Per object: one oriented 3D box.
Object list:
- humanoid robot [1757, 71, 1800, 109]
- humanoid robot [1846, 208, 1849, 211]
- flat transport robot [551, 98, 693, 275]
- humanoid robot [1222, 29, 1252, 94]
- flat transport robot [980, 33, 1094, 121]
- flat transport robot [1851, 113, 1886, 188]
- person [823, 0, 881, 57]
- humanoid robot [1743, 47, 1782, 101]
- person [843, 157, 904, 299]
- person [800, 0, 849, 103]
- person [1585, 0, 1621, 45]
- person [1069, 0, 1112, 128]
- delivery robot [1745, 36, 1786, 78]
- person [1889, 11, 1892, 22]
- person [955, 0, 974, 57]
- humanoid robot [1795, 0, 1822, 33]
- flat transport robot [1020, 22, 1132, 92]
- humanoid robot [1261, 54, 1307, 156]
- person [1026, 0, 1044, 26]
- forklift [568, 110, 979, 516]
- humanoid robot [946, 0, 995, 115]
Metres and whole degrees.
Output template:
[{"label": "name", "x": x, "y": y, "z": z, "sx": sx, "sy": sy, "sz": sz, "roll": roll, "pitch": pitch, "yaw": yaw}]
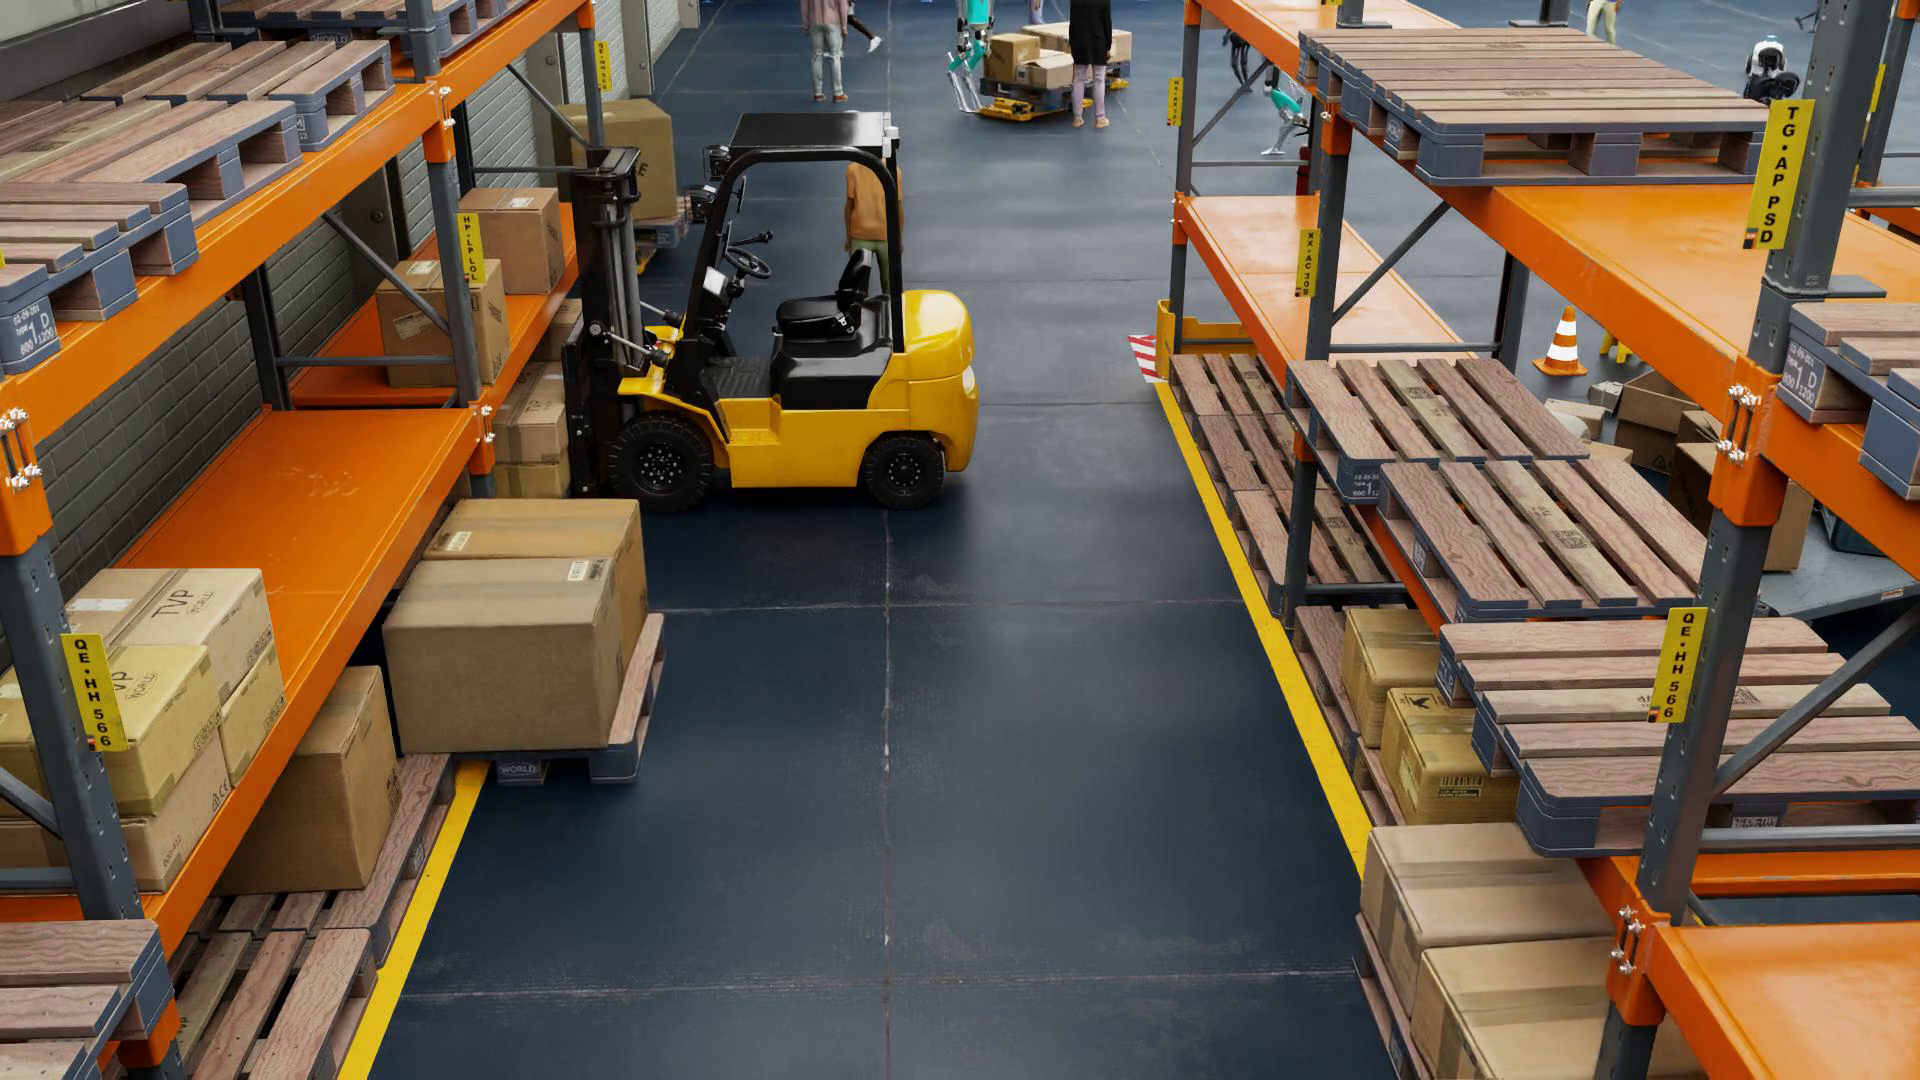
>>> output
[{"label": "humanoid robot", "x": 6.985, "y": -3.303, "z": 14.652, "sx": 0.434, "sy": 1.632, "sz": 0.615, "roll": -7, "pitch": 26, "yaw": -14}, {"label": "humanoid robot", "x": 7.302, "y": -2.898, "z": 13.759, "sx": 0.756, "sy": 1.812, "sz": 0.531, "roll": 2, "pitch": 25, "yaw": 4}, {"label": "flat transport robot", "x": -3.047, "y": -2.655, "z": 14.926, "sx": 0.659, "sy": 0.231, "sz": 1.431, "roll": 1, "pitch": 25, "yaw": 3}, {"label": "humanoid robot", "x": 3.757, "y": -6.735, "z": 21.942, "sx": 0.445, "sy": 1.646, "sz": 0.590, "roll": 21, "pitch": 33, "yaw": 37}, {"label": "flat transport robot", "x": 0.991, "y": -5.505, "z": 20.961, "sx": 0.659, "sy": 0.231, "sz": 1.431, "roll": 22, "pitch": 33, "yaw": 39}, {"label": "flat transport robot", "x": 8.981, "y": -3.969, "z": 17.708, "sx": 0.659, "sy": 0.231, "sz": 1.431, "roll": -11, "pitch": 27, "yaw": -22}, {"label": "person", "x": -1.630, "y": -8.102, "z": 24.609, "sx": 0.883, "sy": 1.855, "sz": 0.605, "roll": -2, "pitch": 25, "yaw": -5}, {"label": "humanoid robot", "x": 7.480, "y": -3.829, "z": 15.773, "sx": 0.409, "sy": 1.639, "sz": 0.590, "roll": -3, "pitch": 25, "yaw": -6}, {"label": "person", "x": -0.641, "y": -2.225, "z": 12.319, "sx": 0.451, "sy": 1.718, "sz": 0.363, "roll": 4, "pitch": 26, "yaw": 9}, {"label": "person", "x": -1.729, "y": -6.604, "z": 21.335, "sx": 0.628, "sy": 1.938, "sz": 0.369, "roll": 7, "pitch": 26, "yaw": 15}, {"label": "person", "x": 9.263, "y": -7.734, "z": 23.843, "sx": 0.539, "sy": 1.836, "sz": 0.976, "roll": 20, "pitch": 32, "yaw": 35}, {"label": "person", "x": 1.558, "y": -5.878, "z": 19.894, "sx": 0.528, "sy": 1.857, "sz": 0.407, "roll": 8, "pitch": 27, "yaw": 17}, {"label": "delivery robot", "x": 11.286, "y": -6.728, "z": 23.236, "sx": 0.524, "sy": 0.611, "sz": 0.783, "roll": 12, "pitch": 28, "yaw": 24}, {"label": "person", "x": 15.586, "y": -9.647, "z": 28.035, "sx": 0.531, "sy": 1.705, "sz": 0.942, "roll": -6, "pitch": 26, "yaw": -12}, {"label": "person", "x": 0.085, "y": -8.089, "z": 24.707, "sx": 0.346, "sy": 1.743, "sz": 0.561, "roll": -4, "pitch": 26, "yaw": -9}, {"label": "humanoid robot", "x": 13.821, "y": -8.992, "z": 26.706, "sx": 0.447, "sy": 1.647, "sz": 0.592, "roll": 13, "pitch": 28, "yaw": 25}, {"label": "flat transport robot", "x": 1.502, "y": -6.154, "z": 22.336, "sx": 1.431, "sy": 0.231, "sz": 0.659, "roll": -16, "pitch": 30, "yaw": -30}, {"label": "humanoid robot", "x": 3.586, "y": -5.040, "z": 18.339, "sx": 0.684, "sy": 1.872, "sz": 0.541, "roll": 5, "pitch": 26, "yaw": 10}, {"label": "person", "x": 1.105, "y": -7.905, "z": 24.201, "sx": 0.373, "sy": 1.840, "sz": 0.568, "roll": -5, "pitch": 26, "yaw": -10}, {"label": "forklift", "x": -1.043, "y": -1.379, "z": 9.976, "sx": 2.313, "sy": 2.155, "sz": 1.214, "roll": -1, "pitch": 25, "yaw": -2}, {"label": "humanoid robot", "x": 0.069, "y": -6.166, "z": 20.570, "sx": 0.541, "sy": 1.739, "sz": 0.694, "roll": -18, "pitch": 31, "yaw": -34}]
